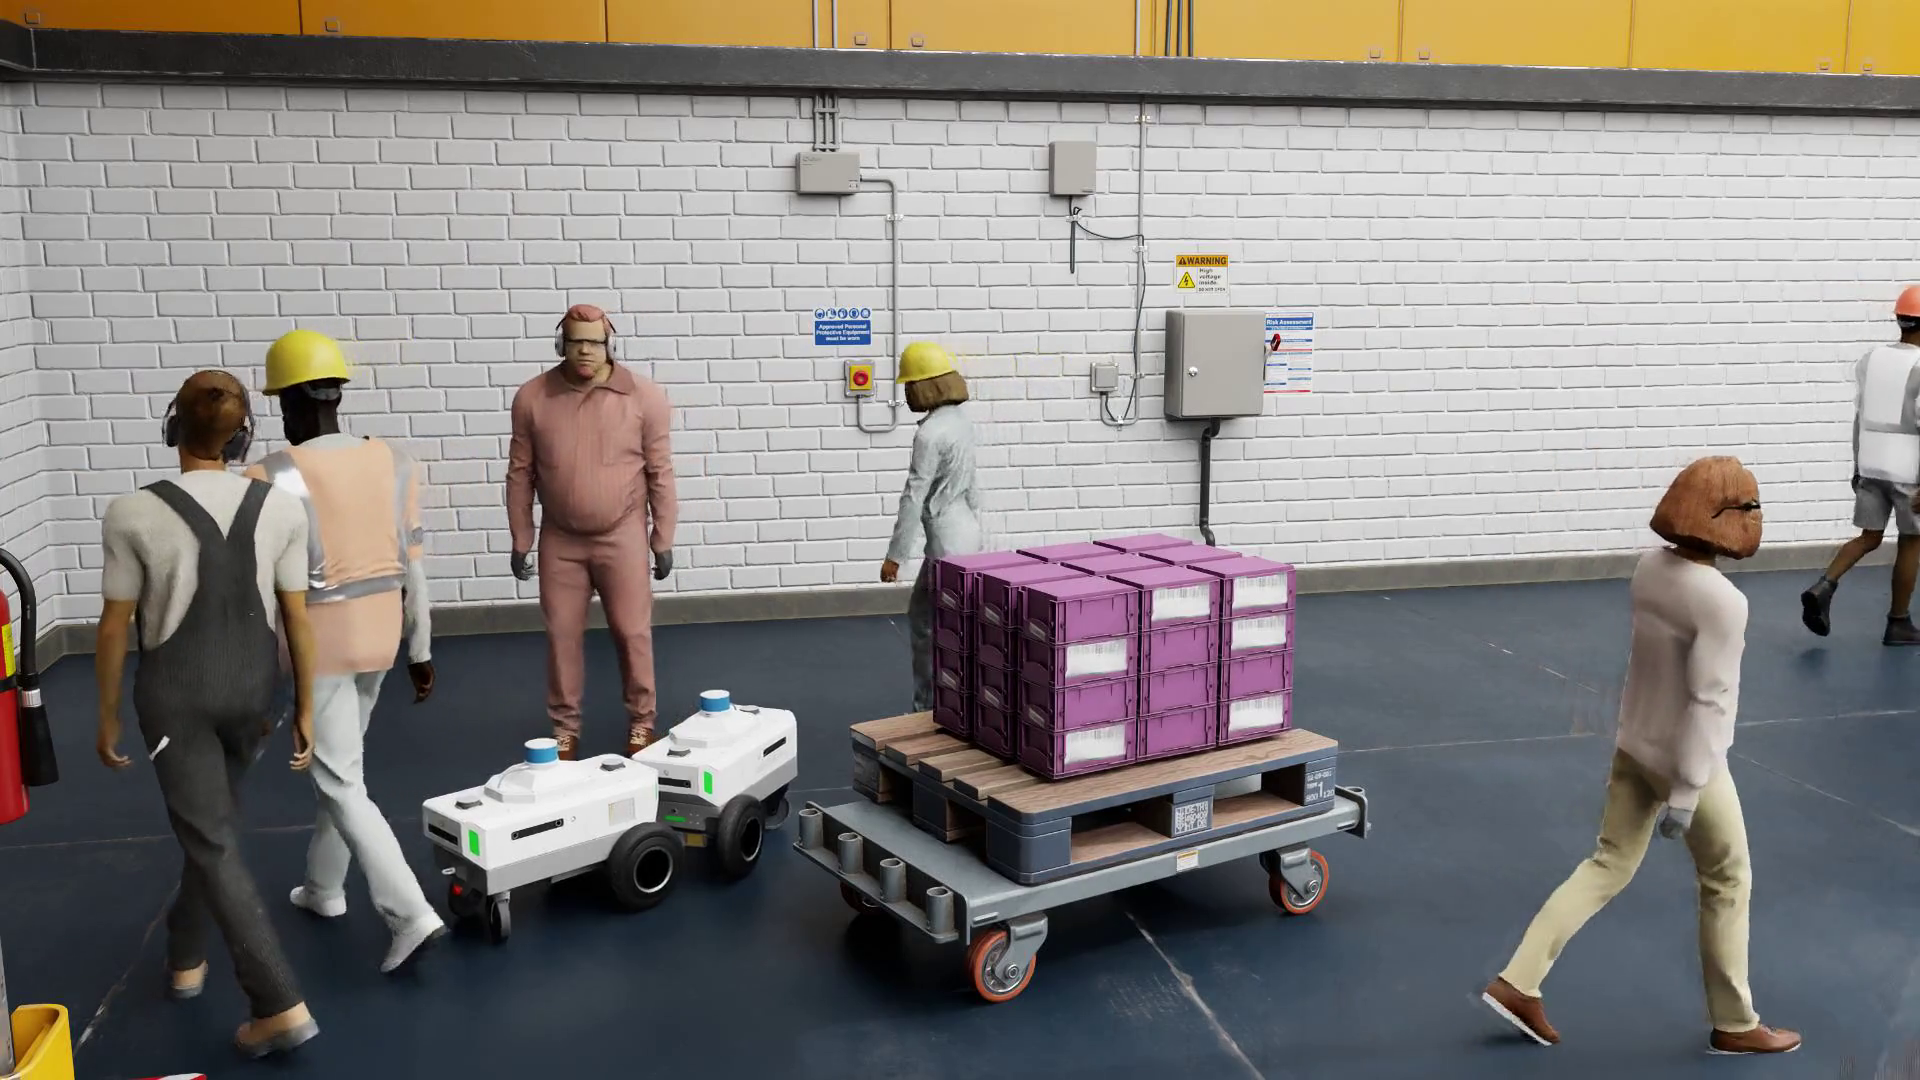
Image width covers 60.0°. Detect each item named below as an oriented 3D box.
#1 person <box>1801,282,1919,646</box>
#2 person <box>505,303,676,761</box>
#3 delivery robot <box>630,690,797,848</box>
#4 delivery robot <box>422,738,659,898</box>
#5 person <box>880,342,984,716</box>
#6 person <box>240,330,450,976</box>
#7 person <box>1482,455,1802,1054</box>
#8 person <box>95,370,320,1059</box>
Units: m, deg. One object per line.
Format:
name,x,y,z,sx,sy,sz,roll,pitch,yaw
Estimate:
person,4.798,-0.375,8.630,0.688,1.922,0.548,-4,11,-20
person,-1.492,-0.015,6.769,0.673,1.887,0.466,0,10,0
delivery robot,-0.852,0.769,5.826,0.477,0.478,0.707,4,11,19
delivery robot,-1.316,0.872,5.259,0.477,0.478,0.707,10,14,44
person,-0.135,0.040,6.917,0.654,1.709,0.491,2,11,13
person,-1.826,0.320,4.939,0.924,1.881,0.597,7,12,33
person,1.794,0.569,4.304,0.799,1.600,0.502,-2,10,-8
person,-1.989,0.447,4.444,0.922,1.799,0.524,9,14,42
